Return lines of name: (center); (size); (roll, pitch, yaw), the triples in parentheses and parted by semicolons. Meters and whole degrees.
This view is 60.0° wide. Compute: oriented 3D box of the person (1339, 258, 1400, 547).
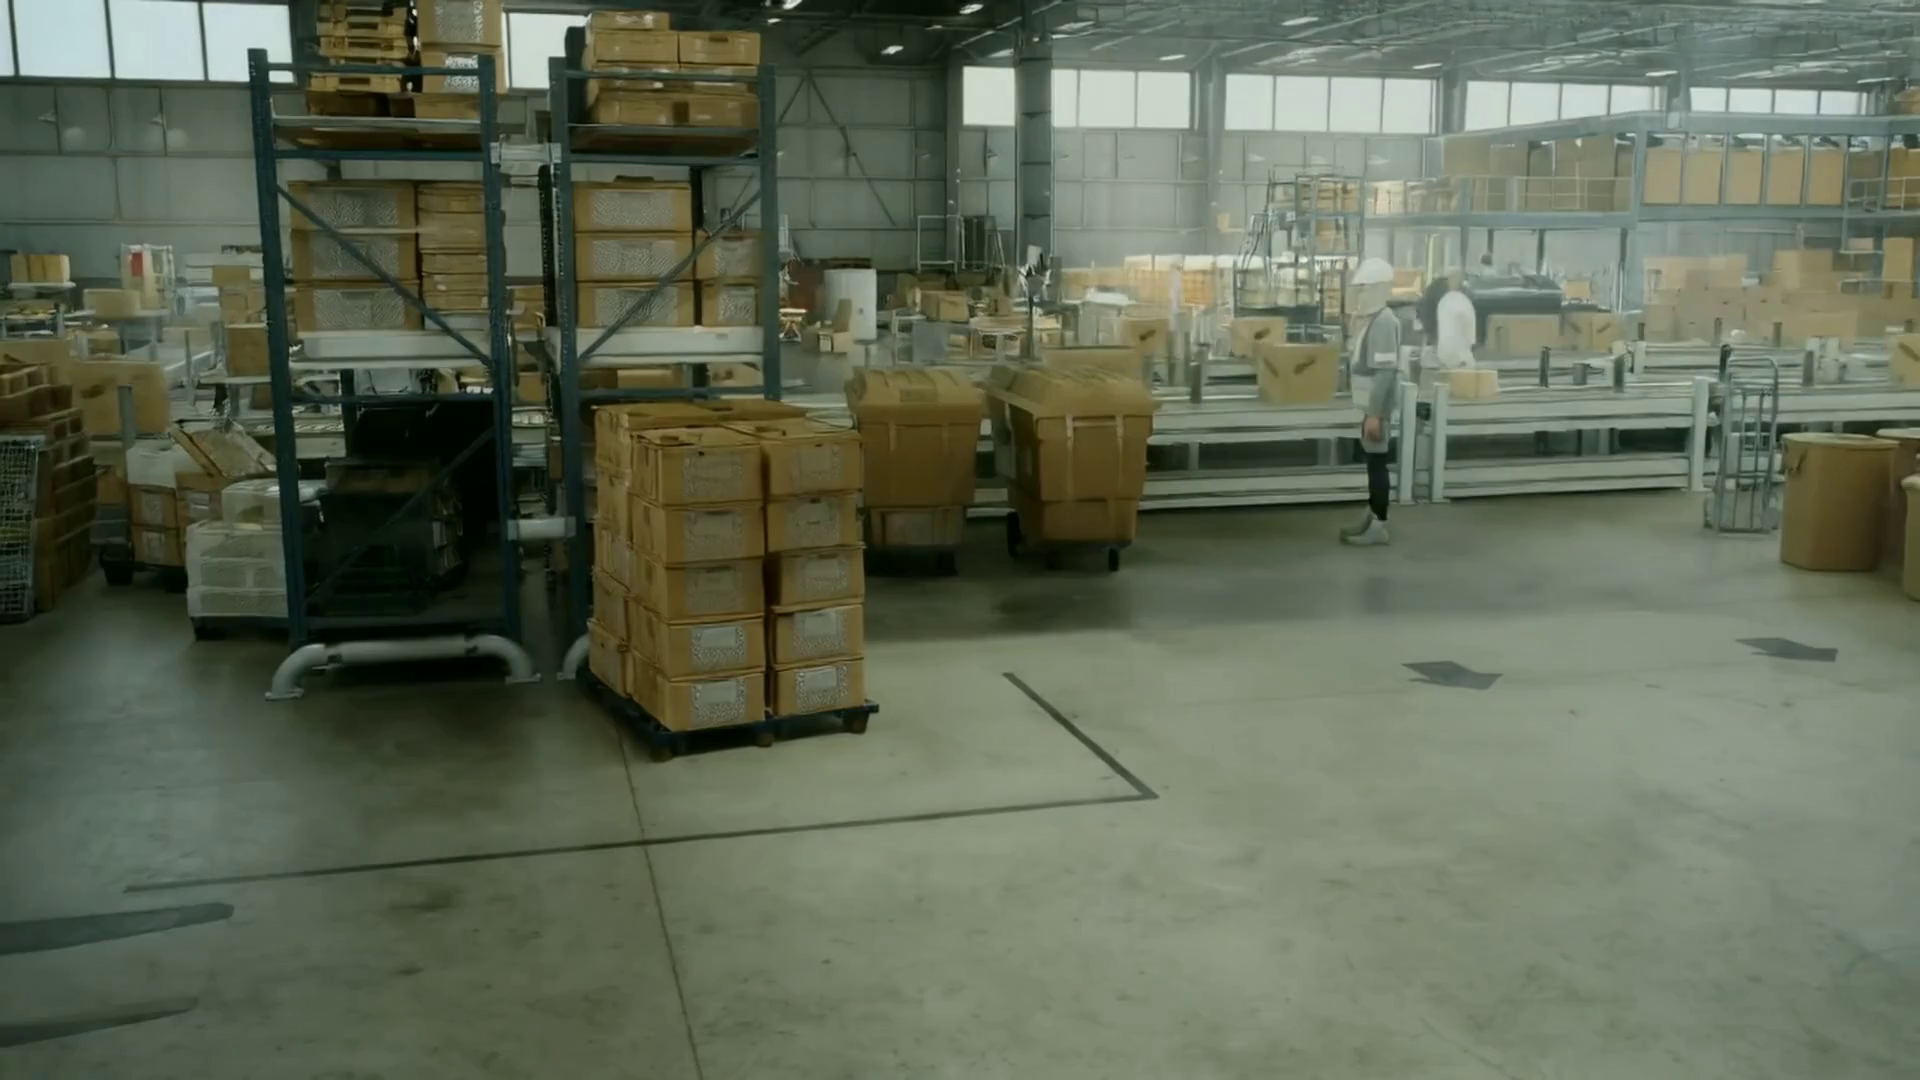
person: (2.917, -0.972, 11.828); (0.373, 2.043, 0.615); (2, 10, 9)

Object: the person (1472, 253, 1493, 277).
person: (13.527, -6.472, 43.201); (0.619, 1.957, 0.682); (-10, 14, -43)

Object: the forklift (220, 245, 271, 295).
forklift: (-17.749, -6.334, 41.440); (1.157, 1.987, 2.680); (-3, 10, -17)

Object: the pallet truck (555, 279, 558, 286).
pallet truck: (-10.604, -6.375, 44.520); (0.653, 1.274, 1.630); (-3, 10, -15)

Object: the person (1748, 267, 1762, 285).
person: (15.388, -4.452, 32.412); (0.496, 1.727, 0.433); (1, 10, 4)

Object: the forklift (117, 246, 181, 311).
forklift: (-19.966, -6.232, 40.894); (1.157, 1.987, 2.680); (-3, 10, -15)

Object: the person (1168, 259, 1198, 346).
person: (4.629, -5.103, 35.714); (0.927, 1.870, 0.531); (-1, 10, -4)

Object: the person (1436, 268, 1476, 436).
person: (5.495, -2.045, 18.337); (0.524, 1.886, 0.675); (-1, 10, -8)

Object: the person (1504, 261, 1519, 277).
person: (11.704, -5.000, 35.272); (0.599, 1.828, 0.403); (5, 11, 28)
